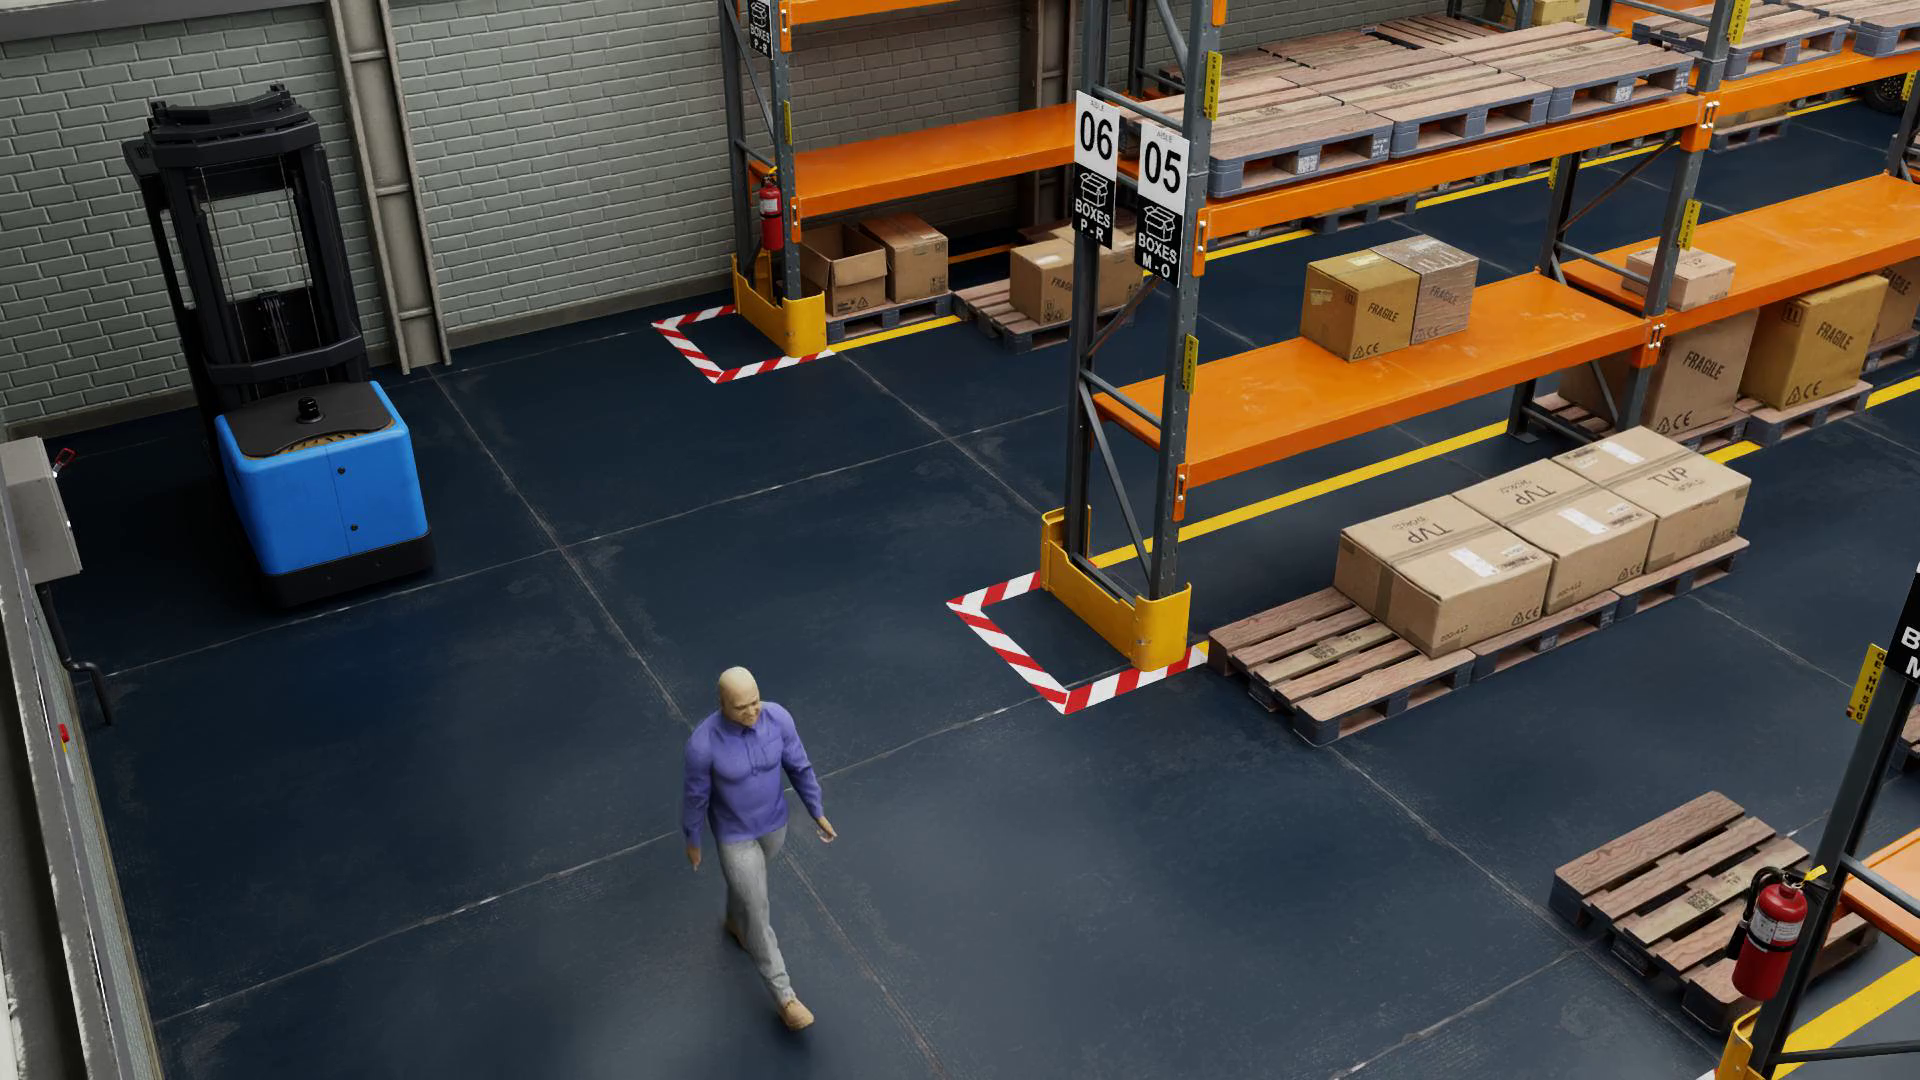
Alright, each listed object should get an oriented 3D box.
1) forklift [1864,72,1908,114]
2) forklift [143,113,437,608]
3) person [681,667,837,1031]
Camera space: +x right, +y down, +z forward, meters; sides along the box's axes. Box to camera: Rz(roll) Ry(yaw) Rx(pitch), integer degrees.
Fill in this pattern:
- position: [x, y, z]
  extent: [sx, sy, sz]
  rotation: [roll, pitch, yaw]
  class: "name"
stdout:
- position: [11.468, -5.645, 18.244]
  extent: [1.214, 2.155, 2.313]
  rotation: [-17, 36, -26]
  class: "forklift"
- position: [-4.289, -1.259, 10.509]
  extent: [1.129, 2.768, 1.873]
  rotation: [-17, 36, -26]
  class: "forklift"
- position: [-0.884, 1.315, 7.396]
  extent: [0.611, 1.750, 0.936]
  rotation: [-21, 38, -30]
  class: "person"
